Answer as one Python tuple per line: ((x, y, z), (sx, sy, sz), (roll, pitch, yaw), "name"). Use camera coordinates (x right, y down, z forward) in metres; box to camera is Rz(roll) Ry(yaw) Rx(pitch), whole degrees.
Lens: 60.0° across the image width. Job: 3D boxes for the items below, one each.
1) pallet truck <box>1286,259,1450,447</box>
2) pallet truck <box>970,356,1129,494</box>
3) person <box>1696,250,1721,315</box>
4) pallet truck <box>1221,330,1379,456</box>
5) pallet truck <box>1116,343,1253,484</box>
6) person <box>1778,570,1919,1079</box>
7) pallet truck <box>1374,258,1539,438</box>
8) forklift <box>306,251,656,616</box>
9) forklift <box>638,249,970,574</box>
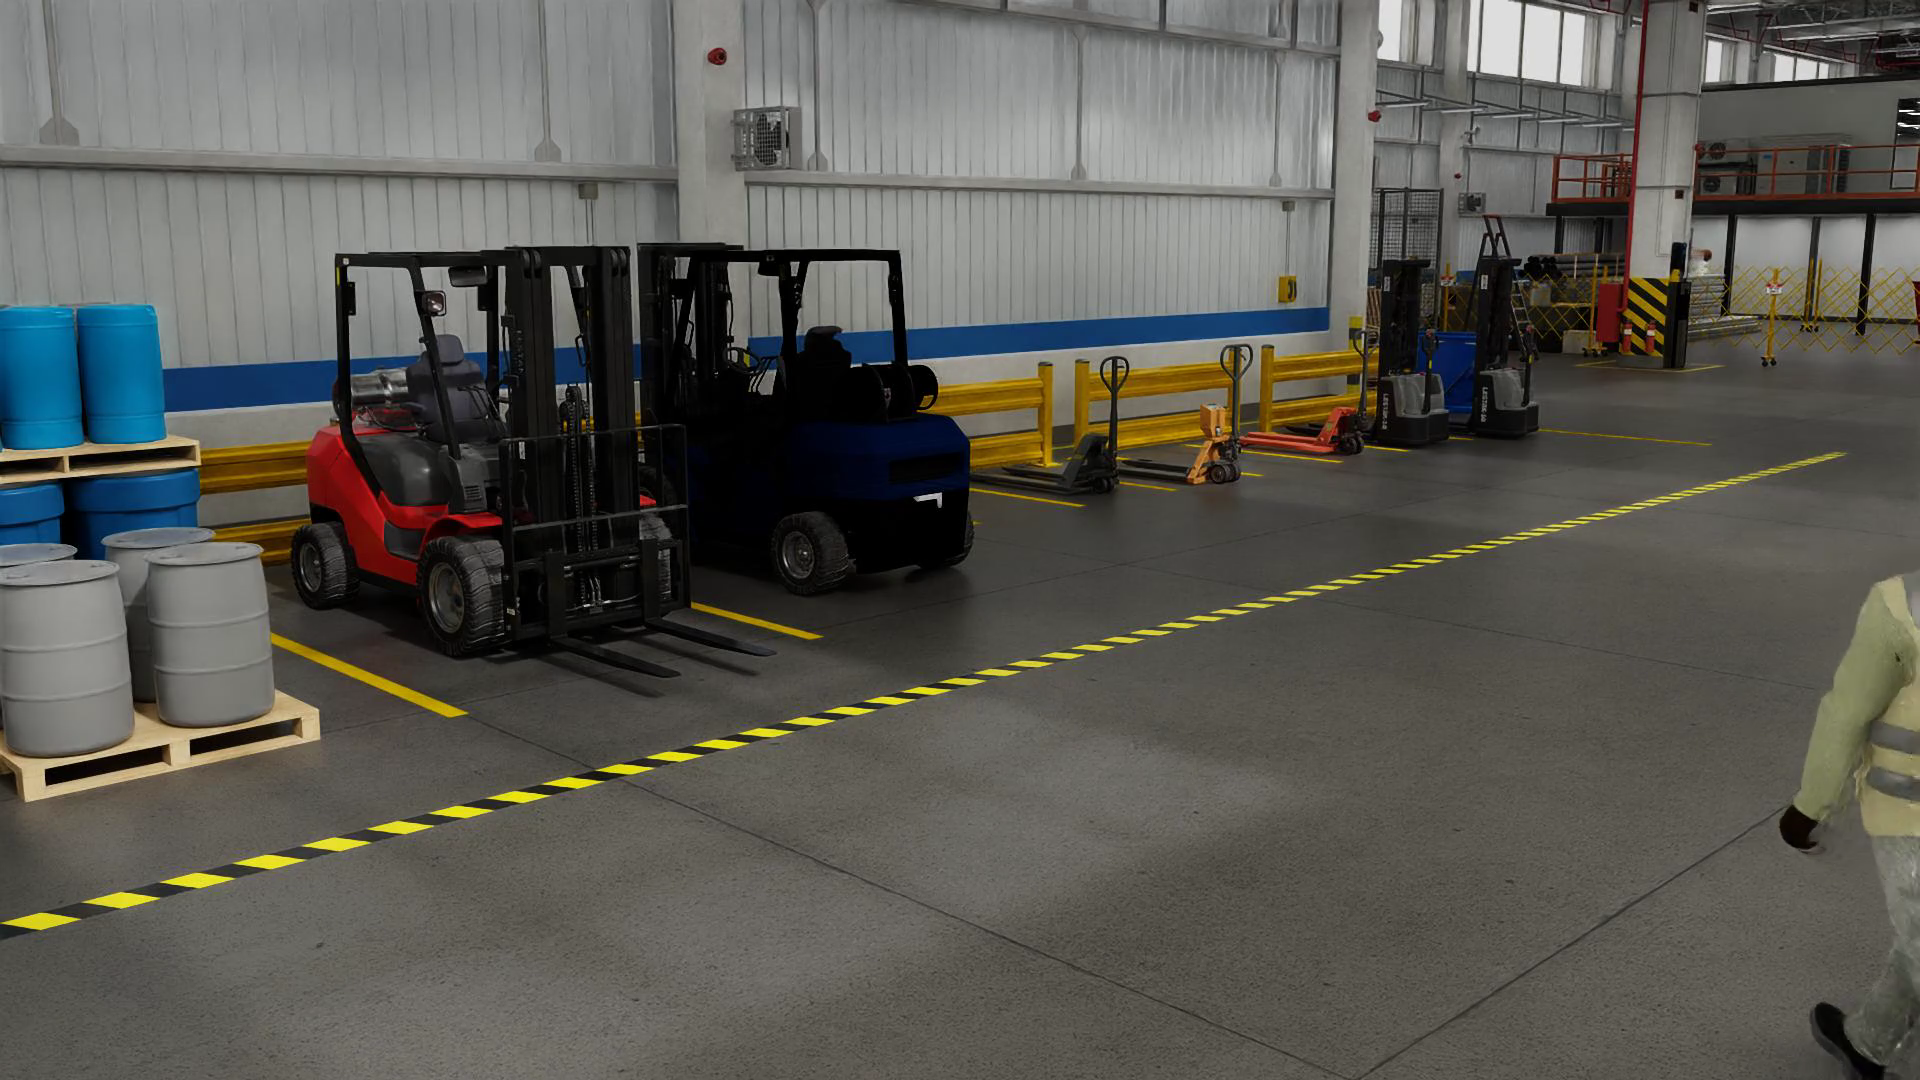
((4.493, -2.078, 18.196), (0.823, 1.965, 1.885), (-9, 14, -40), "pallet truck")
((0.784, -1.085, 14.876), (0.680, 1.201, 1.601), (-10, 14, -44), "pallet truck")
((19.778, -6.745, 44.076), (0.599, 1.841, 0.950), (-10, 14, -43), "person")
((3.563, -1.581, 17.381), (0.653, 1.274, 1.630), (-10, 14, -44), "pallet truck")
((1.962, -1.215, 15.415), (1.522, 1.261, 0.704), (10, 14, 43), "pallet truck")
((2.357, 0.632, 4.003), (0.602, 1.786, 0.927), (-1, 10, -6), "person")
((5.704, -2.208, 18.901), (1.885, 1.965, 0.823), (10, 14, 43), "pallet truck")
((-2.833, -0.669, 9.694), (1.157, 1.987, 2.680), (-10, 14, -44), "forklift")
((-1.173, -0.958, 11.239), (2.680, 1.987, 1.157), (10, 14, 43), "forklift")
